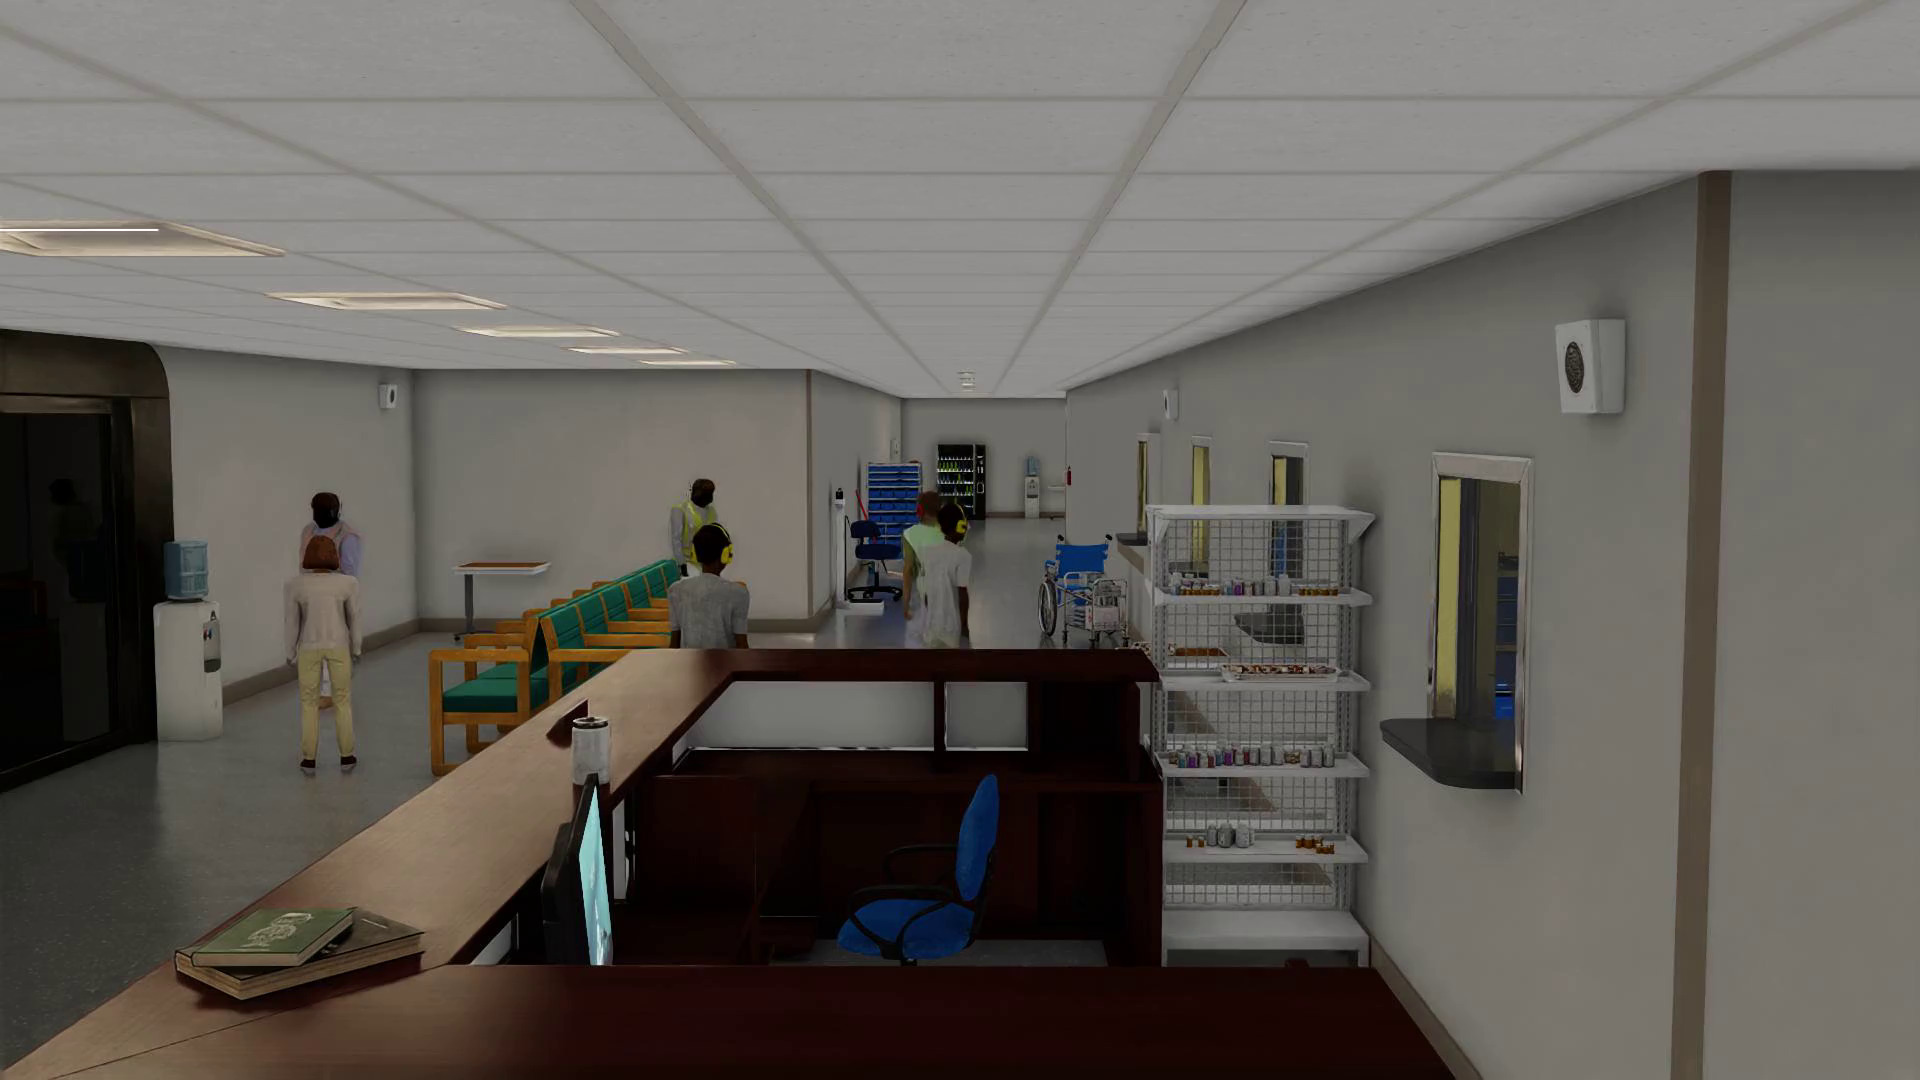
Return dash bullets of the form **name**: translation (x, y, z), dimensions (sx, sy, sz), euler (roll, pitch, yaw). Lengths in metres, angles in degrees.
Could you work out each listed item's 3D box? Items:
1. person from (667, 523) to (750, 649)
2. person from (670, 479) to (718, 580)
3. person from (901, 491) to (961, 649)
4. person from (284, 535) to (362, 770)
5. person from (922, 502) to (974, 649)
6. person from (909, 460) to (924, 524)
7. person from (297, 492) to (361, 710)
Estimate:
- **person**: translation (-1.387, 0.837, 9.231), dimensions (0.505, 1.861, 0.330), euler (1, 4, 15)
- **person**: translation (-2.823, 0.250, 17.755), dimensions (0.448, 1.813, 0.655), euler (3, 5, 37)
- **person**: translation (-0.230, 0.500, 14.146), dimensions (0.579, 1.834, 0.440), euler (-2, 5, -28)
- **person**: translation (-4.422, 0.780, 11.559), dimensions (0.507, 1.633, 0.276), euler (-2, 4, -22)
- **person**: translation (0.000, 0.657, 11.838), dimensions (0.716, 1.838, 0.552), euler (-4, 5, -41)
- **person**: translation (-0.907, -0.808, 33.850), dimensions (0.312, 1.635, 0.521), euler (-3, 5, -34)
- **person**: translation (-5.363, 0.502, 14.087), dimensions (0.677, 1.830, 0.535), euler (2, 5, 30)
